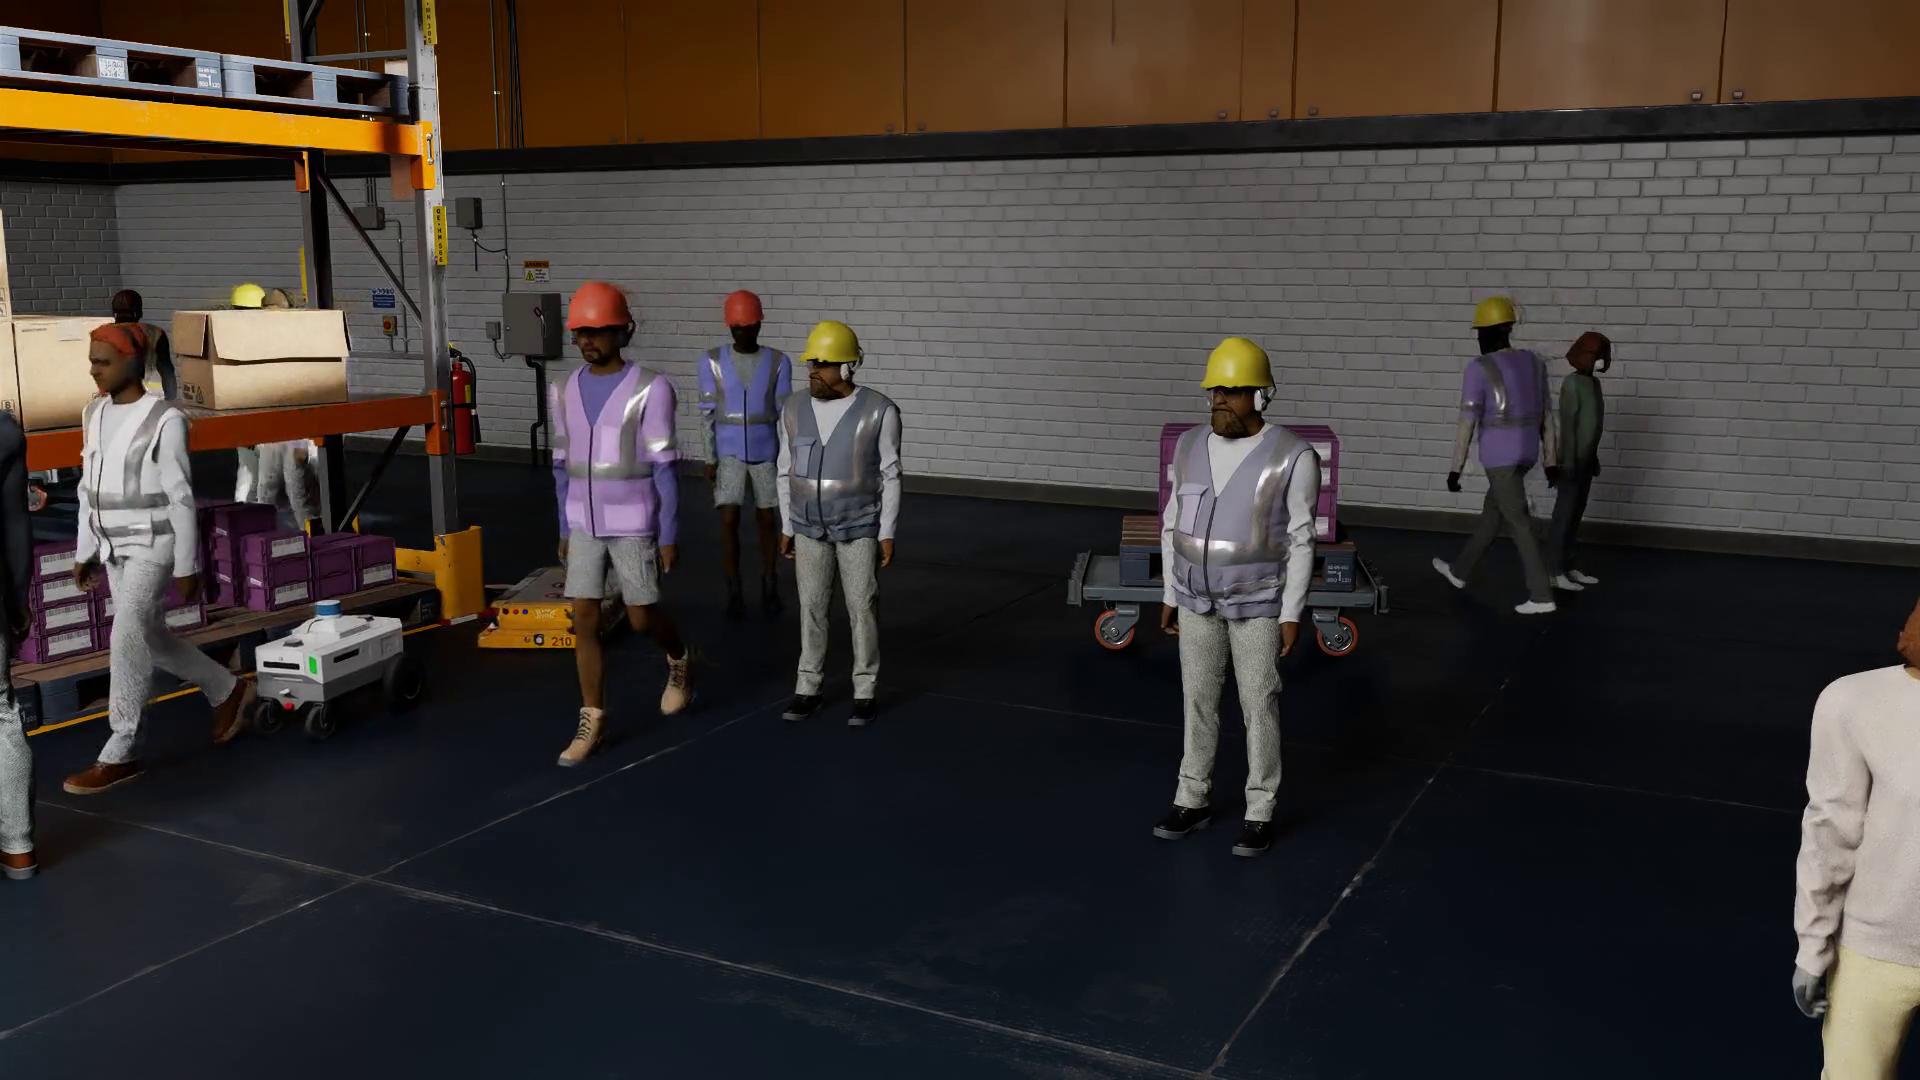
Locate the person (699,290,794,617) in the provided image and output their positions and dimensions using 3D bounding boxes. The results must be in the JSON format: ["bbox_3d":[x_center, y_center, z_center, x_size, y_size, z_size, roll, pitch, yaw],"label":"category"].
[{"bbox_3d":[-1.246,-0.504,9.756,0.558,1.918,0.449,-1,10,-9],"label":"person"}]

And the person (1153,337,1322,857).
[{"bbox_3d":[0.962,0.200,5.915,0.587,1.833,0.404,7,12,36],"label":"person"}]

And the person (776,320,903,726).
[{"bbox_3d":[-0.554,-0.071,7.496,0.591,1.829,0.404,3,10,18],"label":"person"}]

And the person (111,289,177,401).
[{"bbox_3d":[-6.428,-1.025,12.988,0.619,1.845,0.430,-2,10,-10],"label":"person"}]

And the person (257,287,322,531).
[{"bbox_3d":[-4.230,-0.638,10.549,0.630,1.915,0.429,9,13,41],"label":"person"}]

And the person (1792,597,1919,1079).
[{"bbox_3d":[1.817,0.792,3.091,0.497,1.629,0.277,4,11,21],"label":"person"}]

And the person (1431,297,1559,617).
[{"bbox_3d":[3.208,-0.505,9.937,0.607,1.855,1.085,-6,11,-30],"label":"person"}]

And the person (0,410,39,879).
[{"bbox_3d":[-3.352,0.225,5.464,0.355,1.938,0.636,5,11,29],"label":"person"}]

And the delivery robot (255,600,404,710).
[{"bbox_3d":[-2.843,0.515,7.522,0.477,0.478,0.707,3,10,15],"label":"delivery robot"}]

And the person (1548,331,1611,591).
[{"bbox_3d":[3.943,-0.505,10.577,0.279,1.633,0.497,8,13,38],"label":"person"}]

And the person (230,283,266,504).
[{"bbox_3d":[-5.023,-0.872,11.907,0.513,1.906,0.608,-5,11,-28],"label":"person"}]

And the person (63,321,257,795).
[{"bbox_3d":[-3.293,0.038,6.784,0.578,1.861,0.871,6,12,32],"label":"person"}]

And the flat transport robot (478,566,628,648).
[{"bbox_3d":[-2.227,0.364,9.484,0.652,0.197,1.431,0,10,0],"label":"flat transport robot"}]

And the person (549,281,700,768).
[{"bbox_3d":[-1.442,-0.098,7.142,0.616,2.018,0.867,4,10,20],"label":"person"}]
